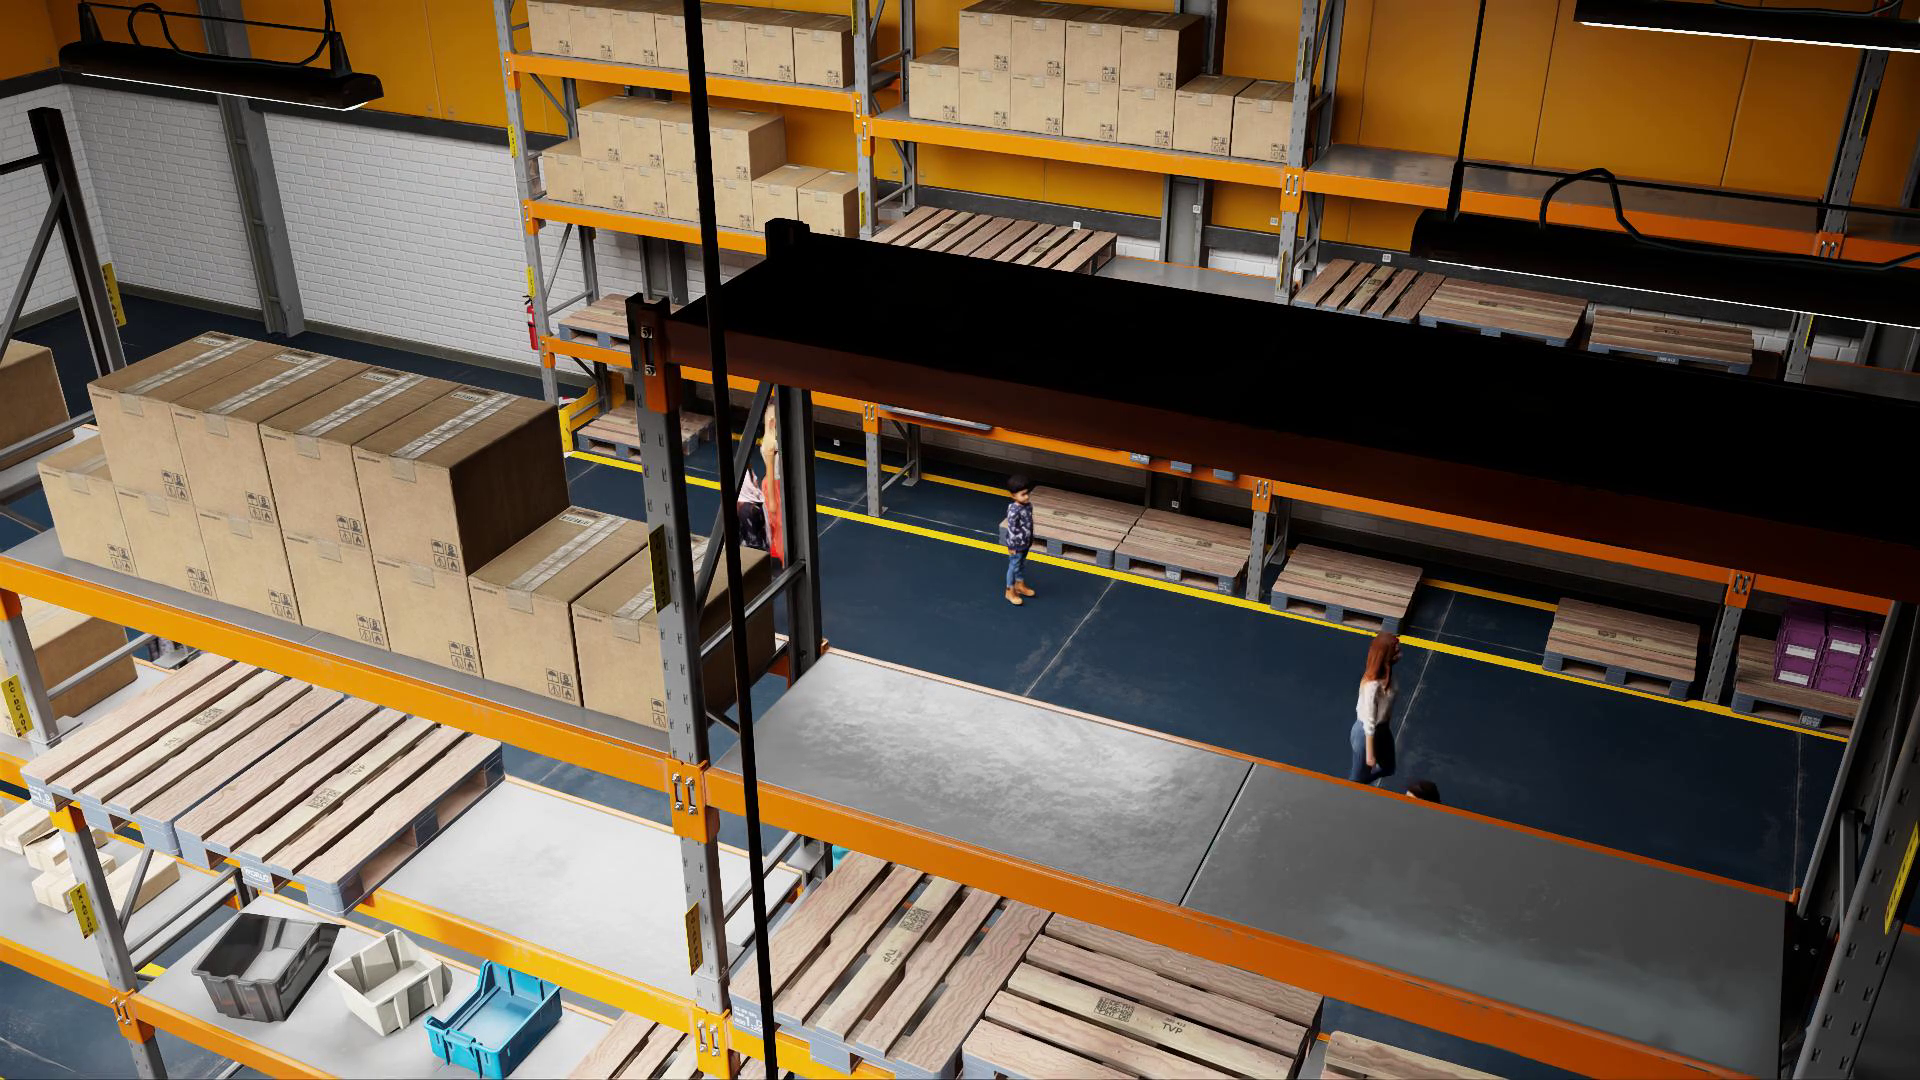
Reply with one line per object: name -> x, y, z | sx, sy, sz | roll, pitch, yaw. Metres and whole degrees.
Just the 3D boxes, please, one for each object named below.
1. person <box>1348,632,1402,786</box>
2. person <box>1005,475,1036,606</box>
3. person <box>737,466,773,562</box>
person -> 2.939, 1.404, 12.240 | 0.684, 1.722, 0.645 | 19, 34, 31
person -> 0.550, -0.021, 15.346 | 0.542, 1.250, 0.539 | 21, 35, 33
person -> -1.870, 0.063, 14.787 | 0.803, 1.639, 0.753 | -7, 29, -13
